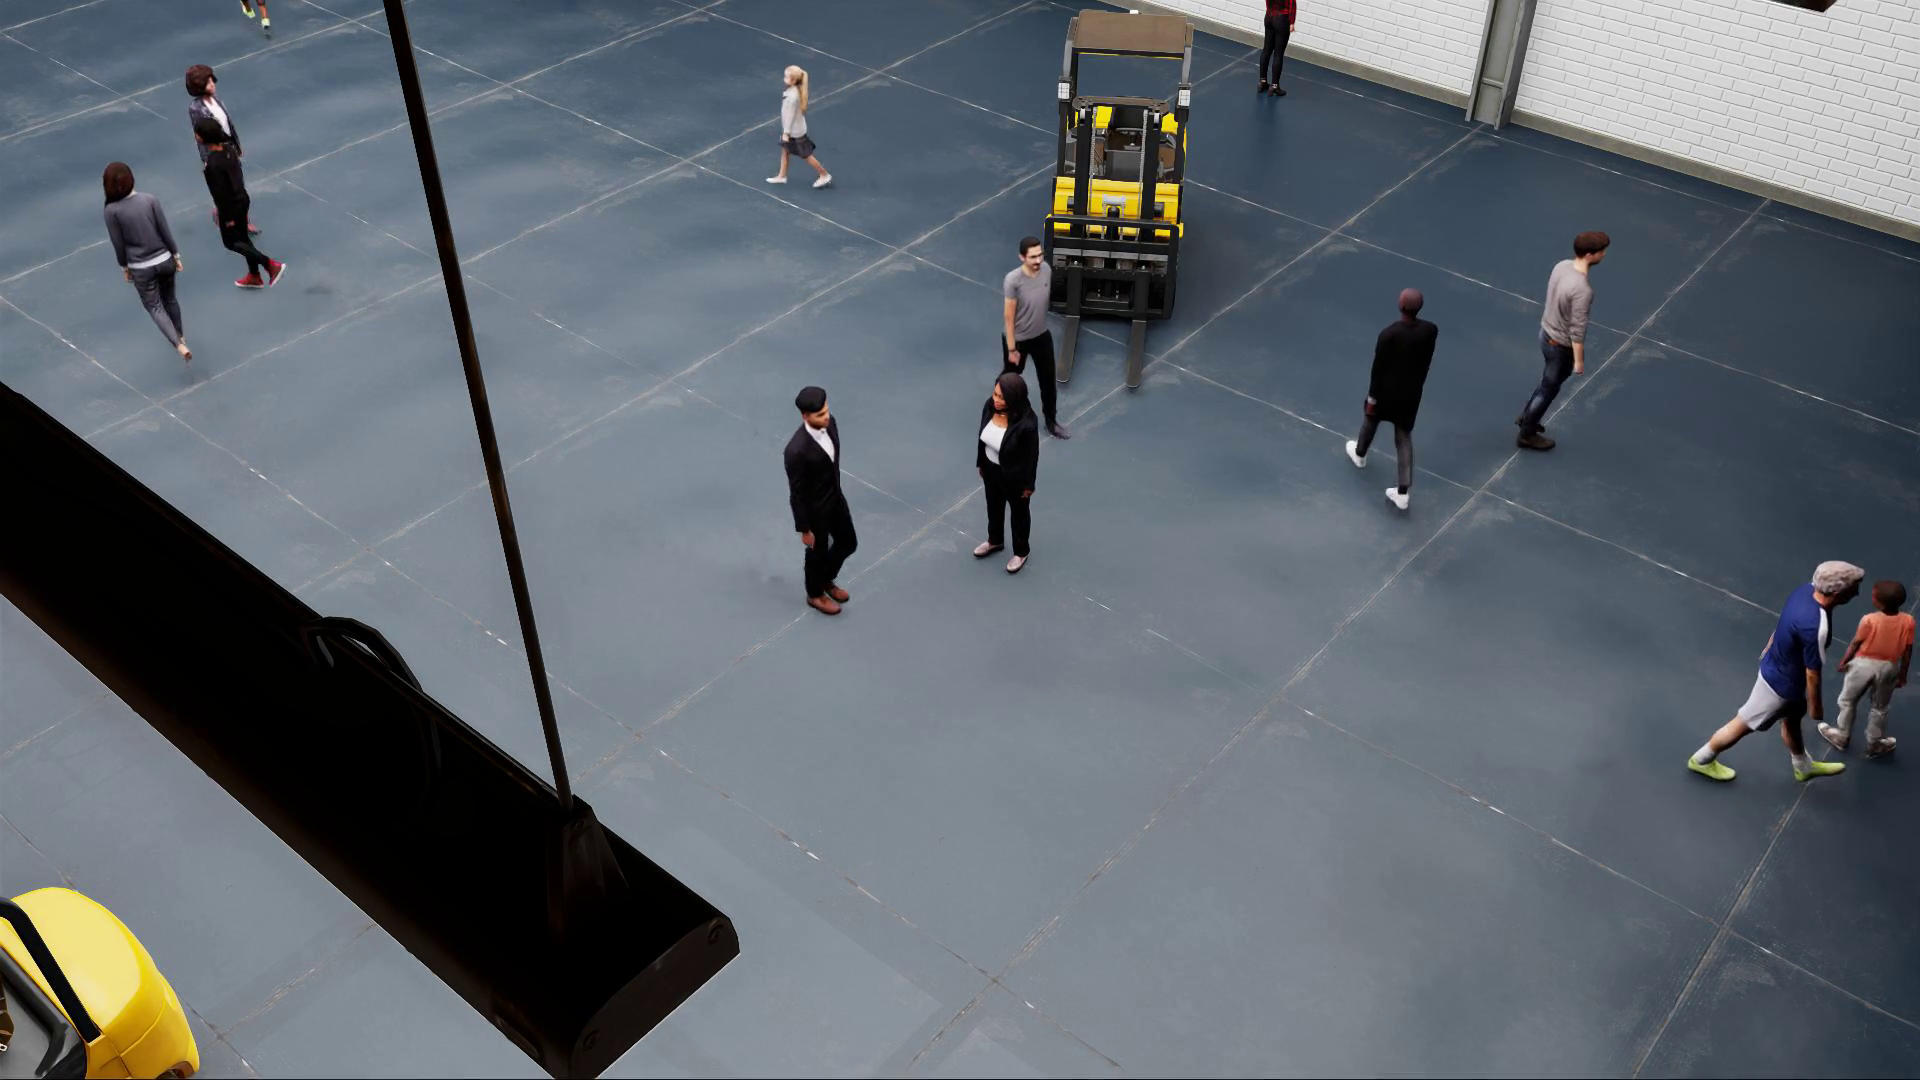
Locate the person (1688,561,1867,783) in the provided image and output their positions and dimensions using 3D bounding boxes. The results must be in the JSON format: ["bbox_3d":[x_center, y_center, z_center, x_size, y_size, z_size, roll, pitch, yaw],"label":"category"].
[{"bbox_3d":[4.848,0.822,9.984,1.213,1.787,0.931,12,40,14],"label":"person"}]

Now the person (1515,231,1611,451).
[{"bbox_3d":[4.537,-1.527,12.842,0.858,1.891,0.820,0,39,0],"label":"person"}]

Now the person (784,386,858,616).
[{"bbox_3d":[-1.032,-0.286,11.304,0.662,1.870,0.762,20,43,23],"label":"person"}]

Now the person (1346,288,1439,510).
[{"bbox_3d":[3.280,-1.028,12.356,1.102,1.716,1.224,-8,39,-9],"label":"person"}]

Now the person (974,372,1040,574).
[{"bbox_3d":[0.344,-0.503,11.779,0.550,1.617,0.701,26,45,29],"label":"person"}]

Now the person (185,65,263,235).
[{"bbox_3d":[-7.012,-3.633,15.643,0.802,1.684,0.755,11,40,14],"label":"person"}]

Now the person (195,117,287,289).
[{"bbox_3d":[-6.403,-2.975,14.838,0.903,1.662,0.824,1,39,1],"label":"person"}]

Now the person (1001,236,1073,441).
[{"bbox_3d":[0.477,-1.648,13.122,0.802,1.730,1.008,-23,44,-26],"label":"person"}]

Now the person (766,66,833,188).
[{"bbox_3d":[-1.575,-4.087,16.557,0.921,1.254,0.857,-3,39,-3],"label":"person"}]

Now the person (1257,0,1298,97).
[{"bbox_3d":[3.487,-5.703,18.257,0.691,1.658,0.524,-25,45,-28],"label":"person"}]

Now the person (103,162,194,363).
[{"bbox_3d":[-6.727,-2.270,13.891,0.727,1.743,1.023,-25,45,-28],"label":"person"}]

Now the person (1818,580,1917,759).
[{"bbox_3d":[5.745,0.824,10.382,0.621,1.285,0.779,16,41,19],"label":"person"}]
